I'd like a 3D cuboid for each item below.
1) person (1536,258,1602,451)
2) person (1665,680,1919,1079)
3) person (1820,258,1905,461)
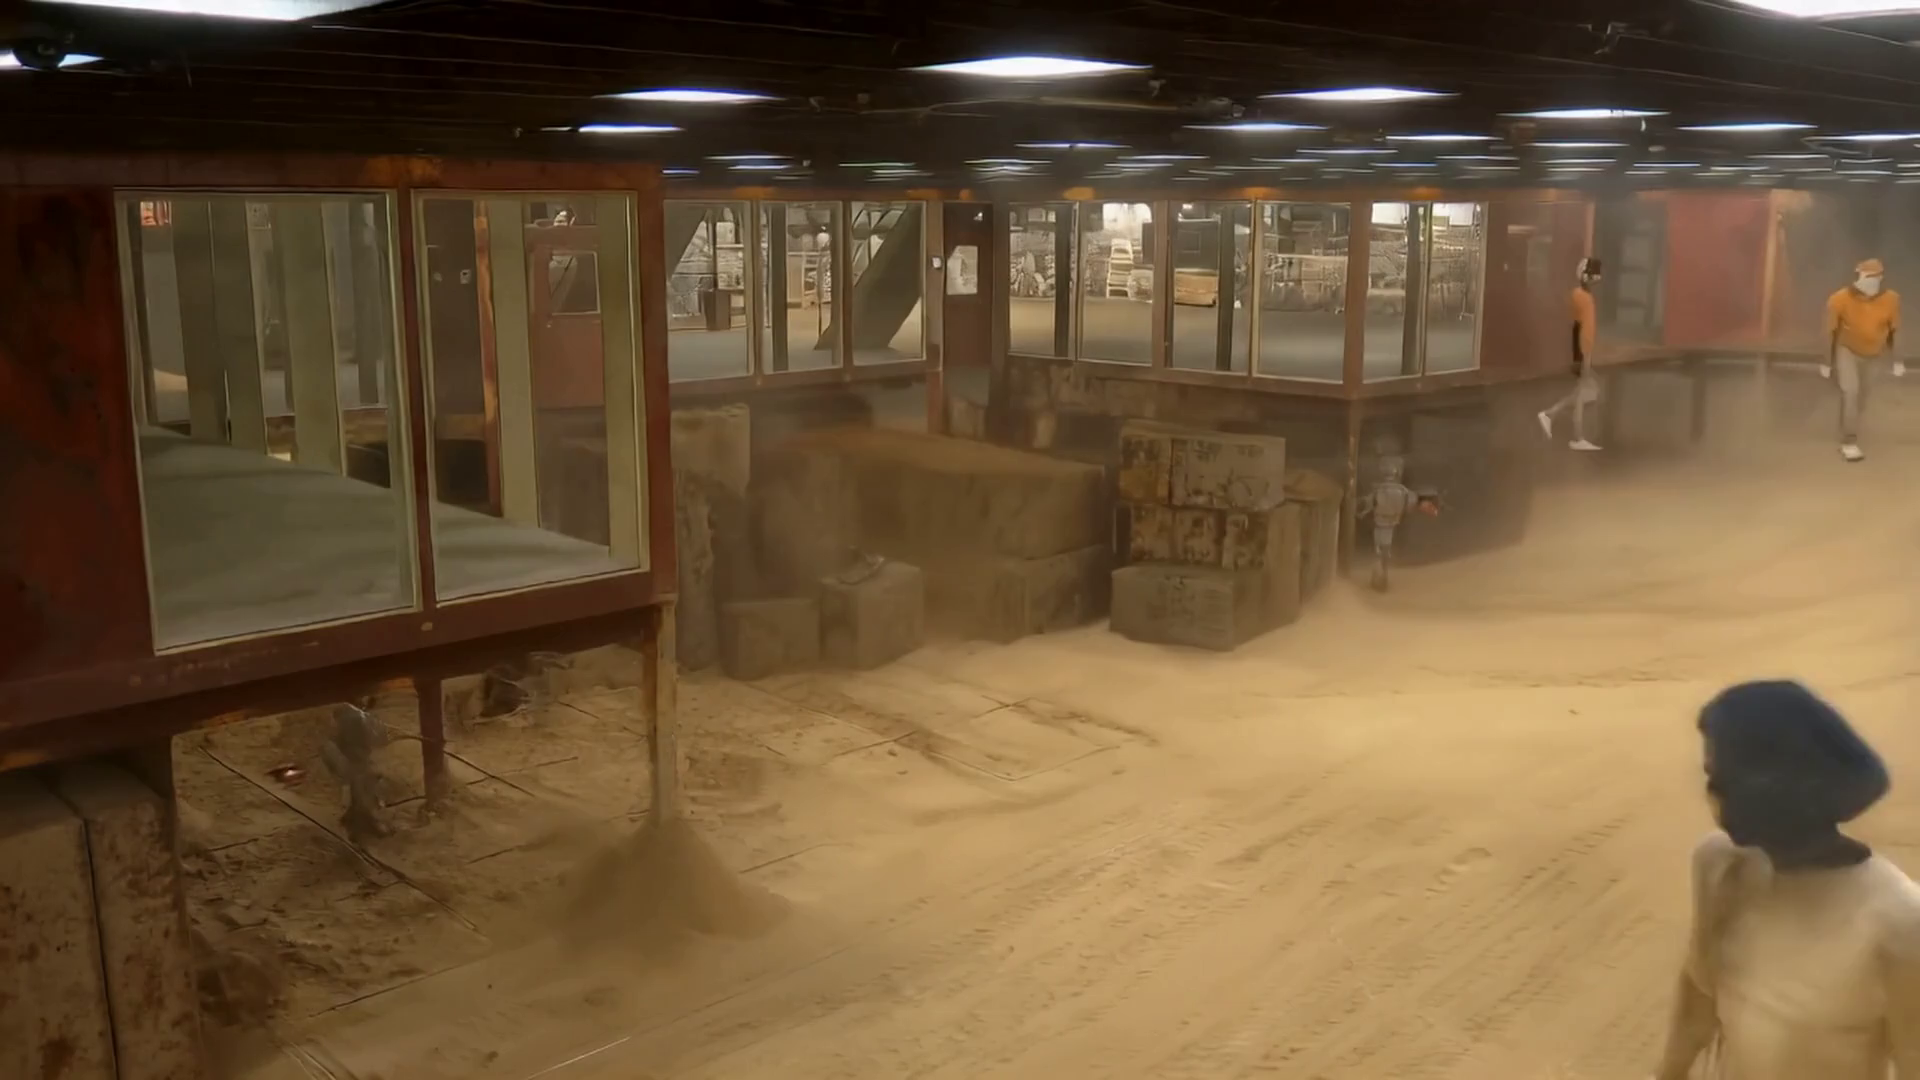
[{"bbox_3d":[5.936,-1.786,16.057,0.551,1.856,0.516,7,13,31],"label":"person"},{"bbox_3d":[1.422,1.014,2.670,0.542,1.594,0.570,-4,12,-18],"label":"person"},{"bbox_3d":[8.382,-1.658,15.387,0.642,1.862,0.933,1,11,3],"label":"person"}]
